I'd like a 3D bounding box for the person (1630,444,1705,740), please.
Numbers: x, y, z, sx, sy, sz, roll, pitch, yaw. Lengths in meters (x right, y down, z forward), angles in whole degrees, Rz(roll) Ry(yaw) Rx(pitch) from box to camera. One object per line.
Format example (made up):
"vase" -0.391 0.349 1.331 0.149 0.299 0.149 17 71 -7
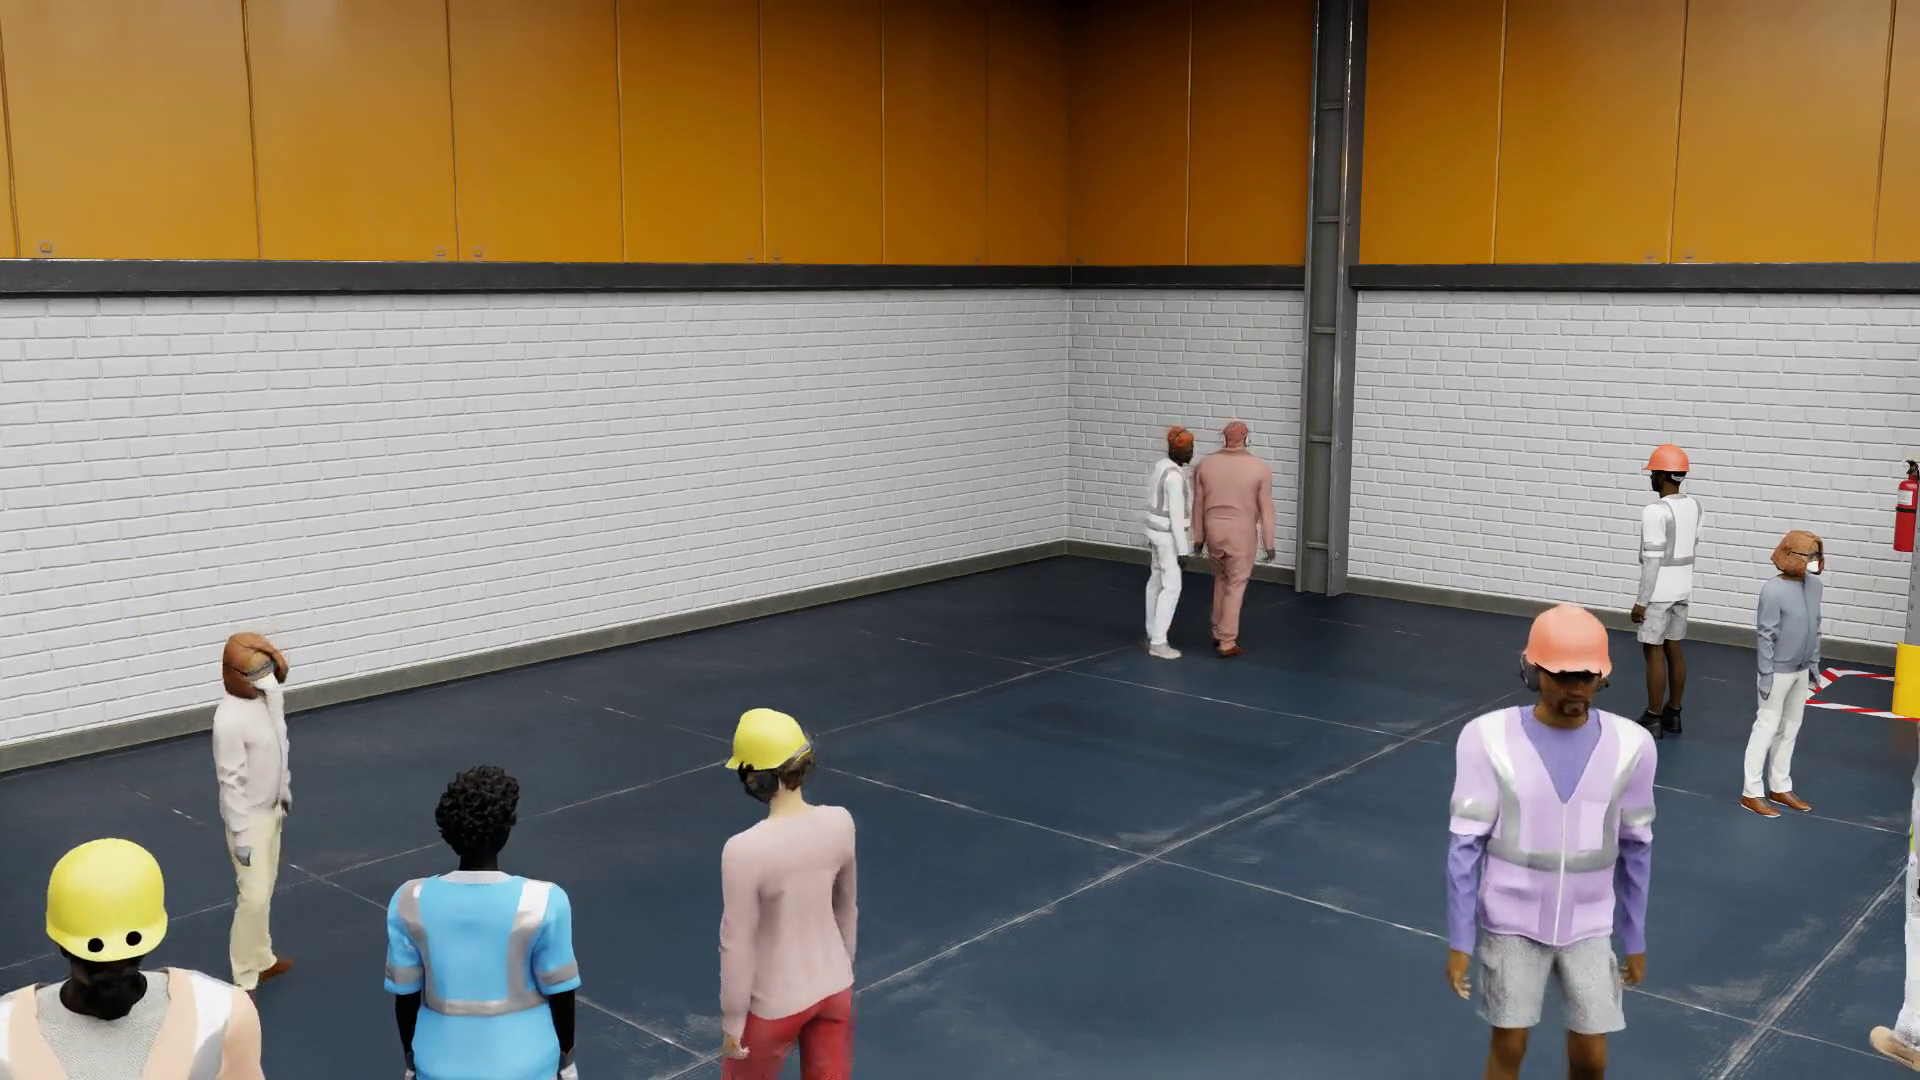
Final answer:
"person" 4.601 0.337 10.923 0.550 1.937 0.357 -7 11 -36

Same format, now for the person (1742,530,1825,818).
"person" 4.648 0.744 9.353 0.494 1.624 0.279 -5 11 -31

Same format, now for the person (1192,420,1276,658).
"person" 2.198 -0.008 13.284 0.662 1.873 0.608 6 11 34

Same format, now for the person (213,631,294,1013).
"person" -2.909 1.140 6.952 0.342 1.604 0.618 0 9 -1

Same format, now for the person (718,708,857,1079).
"person" -0.499 1.367 5.020 0.548 1.746 0.412 -8 12 -42

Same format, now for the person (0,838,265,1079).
"person" -1.716 1.538 3.432 0.623 1.913 0.446 -5 10 -30

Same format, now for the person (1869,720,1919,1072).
"person" 3.780 1.159 6.123 0.635 1.827 0.701 -2 9 -13

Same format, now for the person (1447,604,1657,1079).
"person" 1.845 1.196 5.220 0.629 2.039 0.396 1 9 7

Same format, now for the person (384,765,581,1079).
"person" -1.306 1.461 4.616 0.535 1.697 0.321 1 9 4

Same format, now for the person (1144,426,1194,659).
"person" 1.656 0.000 13.332 0.349 1.863 0.742 -1 9 -4
